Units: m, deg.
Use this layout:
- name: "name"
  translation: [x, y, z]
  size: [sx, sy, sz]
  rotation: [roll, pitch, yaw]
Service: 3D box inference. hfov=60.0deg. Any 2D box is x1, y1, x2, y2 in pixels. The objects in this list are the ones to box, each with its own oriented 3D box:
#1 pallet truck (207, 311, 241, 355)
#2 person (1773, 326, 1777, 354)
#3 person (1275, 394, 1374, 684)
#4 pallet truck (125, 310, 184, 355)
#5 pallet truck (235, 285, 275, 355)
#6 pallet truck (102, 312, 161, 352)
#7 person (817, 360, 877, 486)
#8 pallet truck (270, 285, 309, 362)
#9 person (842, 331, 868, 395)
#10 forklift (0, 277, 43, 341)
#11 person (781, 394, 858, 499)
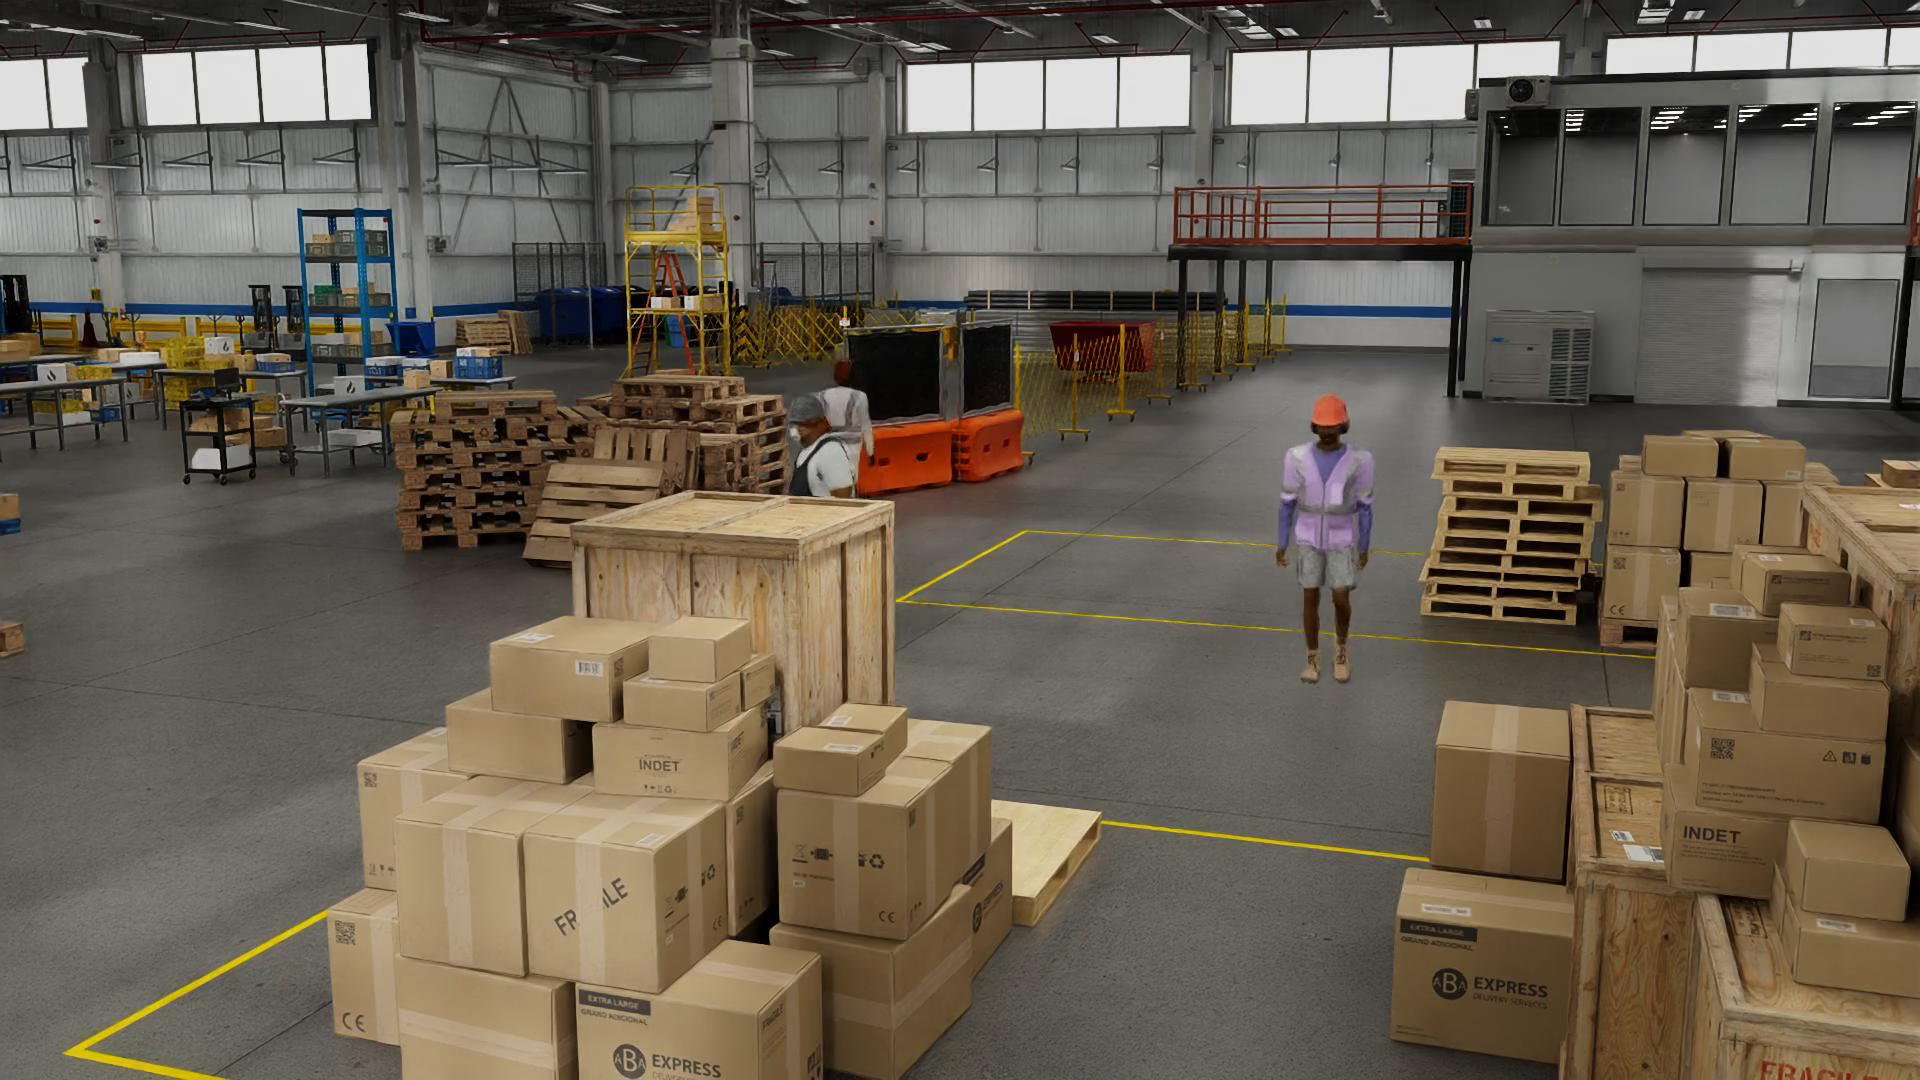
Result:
- name: "pallet truck"
  translation: [-19.537, -5.575, 44.913]
  size: [0.653, 1.274, 1.630]
  rotation: [3, 11, 19]
- name: "person"
  translation: [18.969, -4.715, 38.436]
  size: [0.650, 1.877, 0.862]
  rotation: [-4, 11, -22]
- name: "person"
  translation: [2.506, 0.008, 11.453]
  size: [0.631, 2.027, 0.491]
  rotation: [4, 11, 21]
- name: "pallet truck"
  translation: [-22.038, -5.665, 45.457]
  size: [0.704, 1.261, 1.522]
  rotation: [3, 11, 17]
- name: "pallet truck"
  translation: [-18.327, -5.835, 44.421]
  size: [0.823, 1.965, 1.885]
  rotation: [4, 11, 23]
- name: "pallet truck"
  translation: [-23.057, -5.777, 46.261]
  size: [0.680, 1.201, 1.601]
  rotation: [3, 11, 19]
- name: "person"
  translation: [-1.167, -0.913, 17.088]
  size: [0.588, 1.868, 0.523]
  rotation: [5, 11, 28]
- name: "pallet truck"
  translation: [-17.147, -5.700, 43.663]
  size: [0.823, 1.965, 1.885]
  rotation: [3, 11, 17]
- name: "person"
  translation: [-1.674, -2.306, 25.226]
  size: [0.621, 1.743, 0.557]
  rotation: [-7, 12, -33]
- name: "forklift"
  translation: [-27.151, -6.329, 46.328]
  size: [1.157, 1.987, 2.680]
  rotation: [3, 11, 17]
- name: "person"
  translation: [-0.969, -0.129, 12.168]
  size: [0.860, 2.000, 0.698]
  rotation: [-3, 10, -14]
